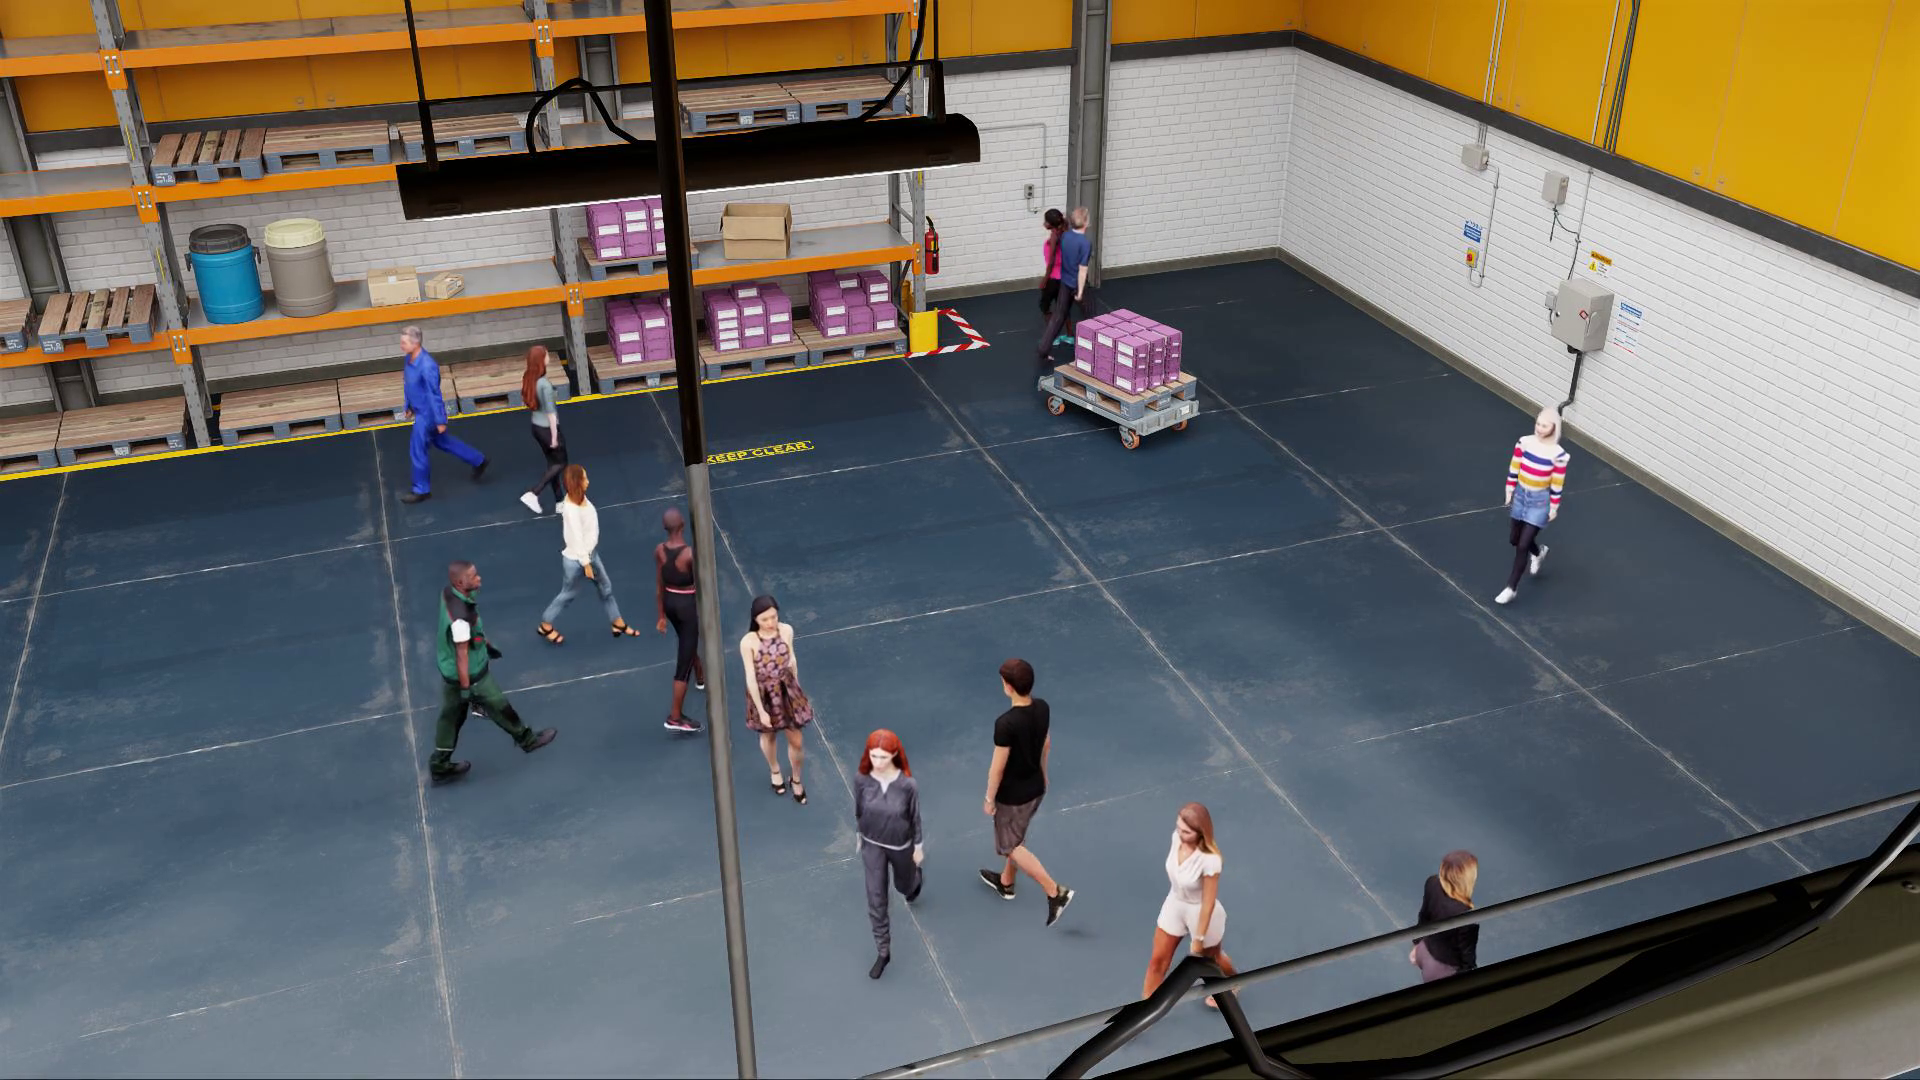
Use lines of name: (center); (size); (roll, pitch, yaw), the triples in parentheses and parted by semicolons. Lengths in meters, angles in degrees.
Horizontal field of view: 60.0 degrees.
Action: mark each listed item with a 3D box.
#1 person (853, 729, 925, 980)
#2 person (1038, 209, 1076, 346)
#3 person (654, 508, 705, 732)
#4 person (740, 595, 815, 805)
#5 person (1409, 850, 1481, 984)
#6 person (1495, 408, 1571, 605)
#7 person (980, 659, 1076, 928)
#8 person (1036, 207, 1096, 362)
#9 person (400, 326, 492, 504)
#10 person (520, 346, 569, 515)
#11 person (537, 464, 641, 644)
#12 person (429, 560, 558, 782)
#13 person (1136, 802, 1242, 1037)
person: (-0.427, 1.883, 10.479); (1.068, 1.750, 1.025); (7, 29, 13)
person: (1.181, -3.043, 19.561); (0.786, 1.700, 0.736); (13, 31, 22)
person: (-2.181, 0.632, 12.814); (1.124, 1.709, 1.194); (16, 32, 26)
person: (-1.384, 1.104, 11.905); (0.689, 1.752, 0.736); (-15, 32, -26)
person: (2.647, 2.477, 9.483); (0.657, 1.660, 0.658); (-4, 29, -7)
person: (5.033, -0.334, 14.502); (1.141, 1.790, 0.901); (-22, 36, -35)
person: (0.449, 1.661, 10.795); (1.100, 1.836, 1.129); (18, 33, 30)
person: (1.238, -2.888, 19.158); (1.331, 1.814, 1.000); (-24, 36, -36)
person: (-5.083, -1.251, 16.183); (1.214, 1.789, 0.842); (-13, 31, -23)
person: (-3.980, -1.000, 15.784); (0.947, 1.730, 0.783); (-25, 37, -38)
person: (-3.228, 0.157, 13.761); (1.163, 1.638, 0.862); (-1, 29, -2)
person: (-3.681, 0.984, 12.107); (1.227, 1.769, 0.784); (-14, 32, -24)
person: (1.461, 2.236, 9.939); (1.200, 1.647, 0.789); (-18, 33, -29)
